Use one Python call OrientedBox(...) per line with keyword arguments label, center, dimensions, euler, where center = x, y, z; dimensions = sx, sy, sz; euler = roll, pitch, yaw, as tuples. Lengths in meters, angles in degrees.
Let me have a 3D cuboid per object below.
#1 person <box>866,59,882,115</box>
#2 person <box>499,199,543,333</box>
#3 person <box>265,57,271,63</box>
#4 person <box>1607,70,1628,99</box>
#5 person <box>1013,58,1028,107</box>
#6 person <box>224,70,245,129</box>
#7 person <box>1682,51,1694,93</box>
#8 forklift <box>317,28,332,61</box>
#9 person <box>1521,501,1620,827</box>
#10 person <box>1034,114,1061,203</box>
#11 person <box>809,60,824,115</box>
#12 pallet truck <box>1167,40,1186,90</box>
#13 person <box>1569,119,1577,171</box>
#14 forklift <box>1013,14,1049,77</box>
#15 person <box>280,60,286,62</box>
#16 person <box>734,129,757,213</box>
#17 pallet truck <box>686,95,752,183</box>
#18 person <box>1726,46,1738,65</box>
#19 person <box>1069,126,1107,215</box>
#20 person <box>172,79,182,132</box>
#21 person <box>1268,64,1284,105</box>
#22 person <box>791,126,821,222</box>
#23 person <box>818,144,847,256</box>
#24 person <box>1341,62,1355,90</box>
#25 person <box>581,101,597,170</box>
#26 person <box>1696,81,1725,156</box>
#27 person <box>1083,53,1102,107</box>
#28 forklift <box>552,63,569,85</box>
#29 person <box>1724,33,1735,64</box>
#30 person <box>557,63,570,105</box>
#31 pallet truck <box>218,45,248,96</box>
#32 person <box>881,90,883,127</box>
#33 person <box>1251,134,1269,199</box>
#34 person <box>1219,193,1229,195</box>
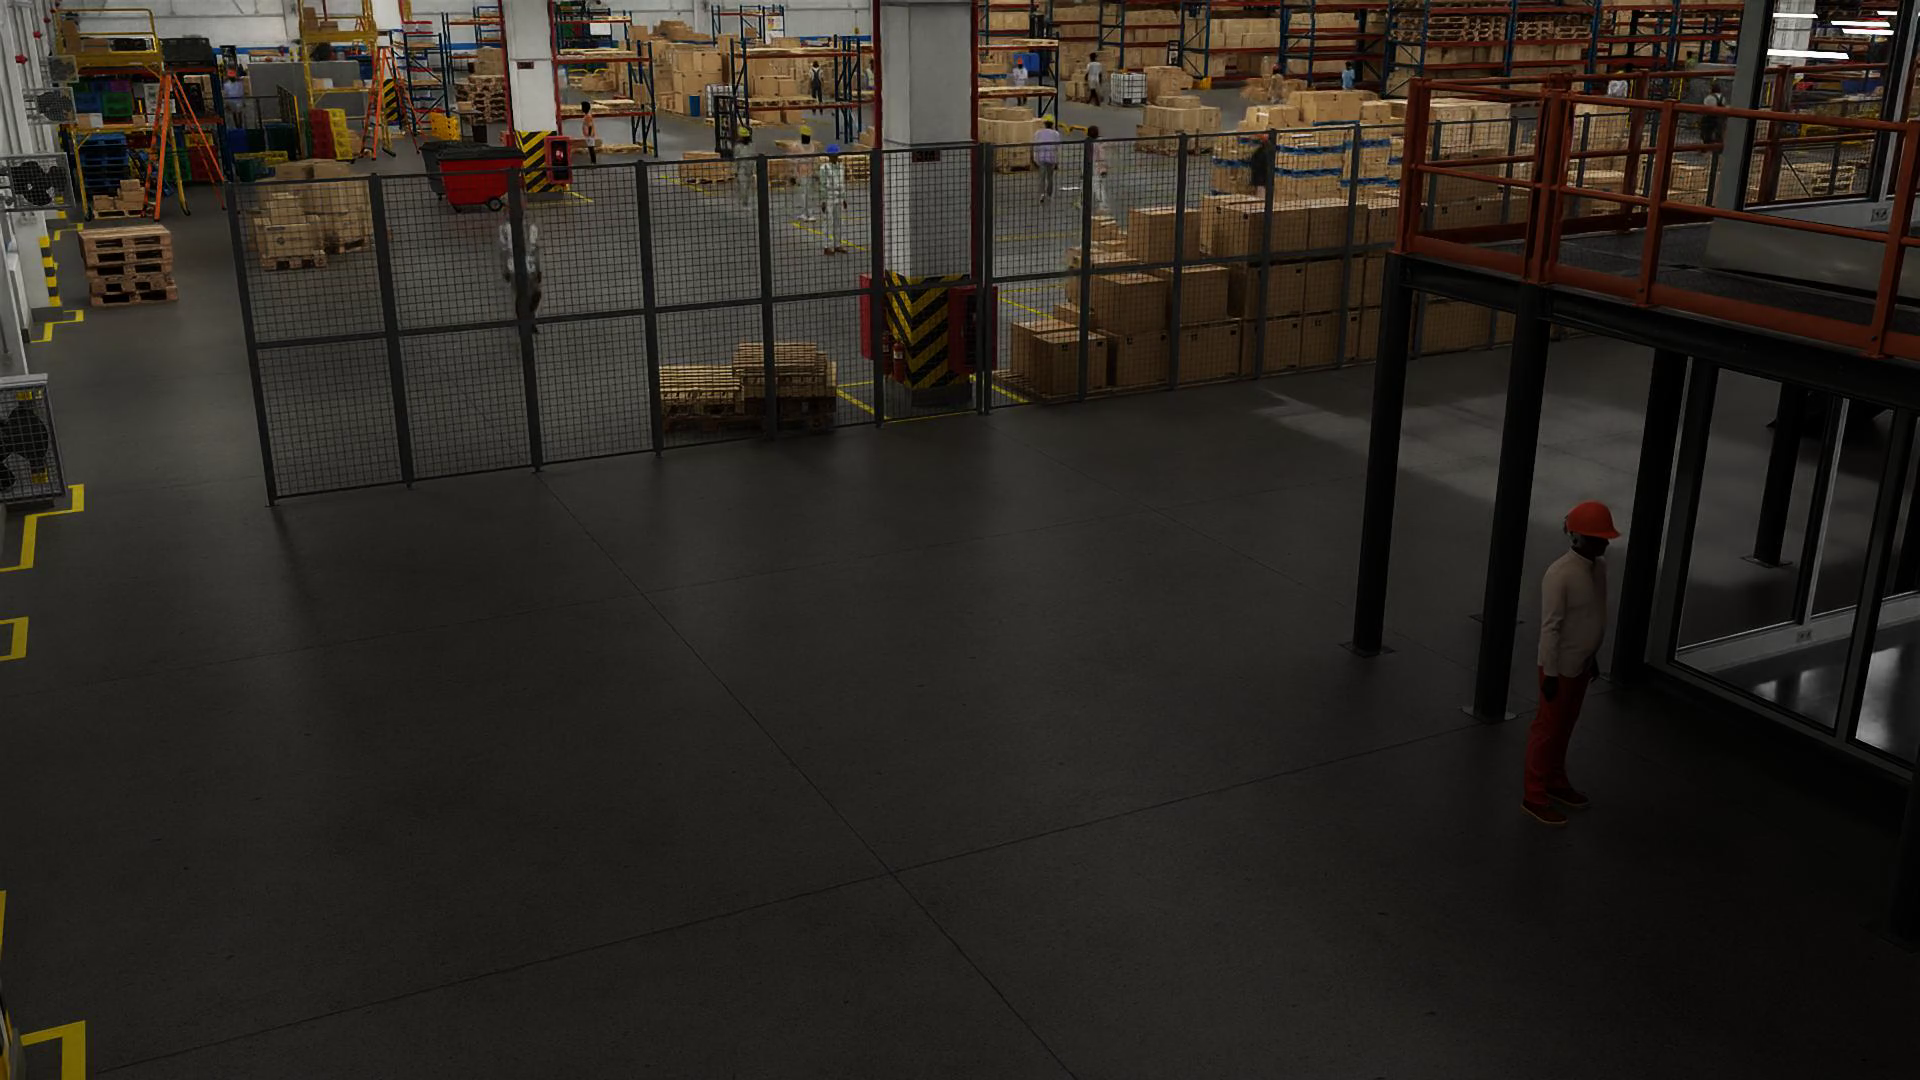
OrientedBox(label="person", center=(-2.961, -15.698, 57.658), dimensions=(0.614, 1.896, 0.466), euler=(-1, 19, -4))
OrientedBox(label="person", center=(-6.067, -3.784, 23.089), dimensions=(0.563, 1.921, 0.401), euler=(3, 19, 7))
OrientedBox(label="person", center=(-24.628, -16.347, 59.592), dimensions=(0.363, 1.873, 0.593), euler=(-11, 22, -29))
OrientedBox(label="person", center=(20.885, -13.982, 52.817), dimensions=(0.592, 1.805, 0.709), euler=(4, 19, 12))
OrientedBox(label="person", center=(2.156, -15.874, 58.159), dimensions=(0.553, 1.899, 0.732), euler=(-5, 20, -14))
OrientedBox(label="person", center=(-22.443, -13.578, 51.508), dimensions=(0.552, 1.911, 0.899), euler=(-7, 20, -20))
OrientedBox(label="person", center=(29.652, -19.102, 67.854), dimensions=(0.593, 1.670, 0.564), euler=(-1, 19, -3))
OrientedBox(label="forklift", center=(-23.030, -17.223, 60.598), dimensions=(1.873, 2.768, 1.129), euler=(-9, 21, -25))
OrientedBox(label="person", center=(3.642, 0.719, 9.923), dimensions=(0.380, 1.995, 0.611), euler=(17, 26, 41))
OrientedBox(label="person", center=(1.904, -8.357, 36.419), dimensions=(0.588, 1.887, 0.967), euler=(1, 19, 3))
OrientedBox(label="person", center=(-4.995, -15.736, 57.852), dimensions=(0.517, 1.841, 0.324), euler=(-3, 19, -9))
OrientedBox(label="pallet truck", center=(9.045, -19.971, 69.895), dimensions=(0.823, 1.965, 1.885), euler=(-3, 19, -8))
OrientedBox(label="person", center=(13.921, -9.107, 38.358), dimensions=(0.417, 2.034, 0.603), euler=(-2, 19, -7))
OrientedBox(label="forklift", center=(3.503, -22.925, 77.124), dimensions=(1.873, 2.768, 1.129), euler=(-9, 21, -25))
OrientedBox(label="person", center=(-22.842, -15.274, 56.395), dimensions=(0.622, 1.931, 0.383), euler=(-6, 20, -17))
OrientedBox(label="person", center=(-4.447, -7.719, 34.815), dimensions=(0.490, 1.698, 0.903), euler=(-11, 22, -28))
OrientedBox(label="pallet truck", center=(-5.836, -9.608, 39.856), dimensions=(0.823, 1.965, 1.885), euler=(10, 22, 27))
OrientedBox(label="person", center=(31.120, -18.886, 66.876), dimensions=(0.863, 1.906, 0.657), euler=(12, 22, 30))
OrientedBox(label="person", center=(2.691, -7.697, 34.618), dimensions=(0.942, 1.791, 0.657), euler=(9, 21, 24))
OrientedBox(label="person", center=(-24.330, -13.459, 51.579), dimensions=(0.516, 1.632, 0.311), euler=(4, 19, 12))
OrientedBox(label="person", center=(10.329, -14.609, 54.495), dimensions=(0.561, 1.908, 0.816), euler=(-17, 25, -41))
OrientedBox(label="person", center=(-3.038, -7.370, 33.520), dimensions=(0.599, 1.888, 0.890), euler=(-15, 24, -36))
OrientedBox(label="person", center=(-2.252, -6.062, 29.650), dimensions=(0.393, 1.946, 0.617), euler=(16, 25, 38))
OrientedBox(label="person", center=(14.134, -16.553, 60.495), dimensions=(0.535, 1.663, 0.820), euler=(10, 22, 27))
OrientedBox(label="person", center=(-9.437, -10.287, 42.271), dimensions=(0.318, 1.698, 0.539), euler=(-6, 20, -16))
OrientedBox(label="person", center=(20.278, -11.353, 44.847), dimensions=(0.685, 2.000, 0.798), euler=(-10, 21, -26))
OrientedBox(label="person", center=(4.890, -16.954, 61.287), dimensions=(0.616, 1.908, 1.033), euler=(-13, 23, -32))
OrientedBox(label="forklift", center=(-17.985, -20.985, 71.501), dimensions=(1.873, 2.768, 1.129), euler=(-15, 24, -37))
OrientedBox(label="person", center=(36.908, -23.333, 79.751), dimensions=(0.577, 1.926, 0.545), euler=(-4, 19, -12))
OrientedBox(label="person", center=(-13.706, -15.525, 57.162), dimensions=(0.624, 1.899, 0.673), euler=(5, 20, 14))
OrientedBox(label="pallet truck", center=(-28.879, -18.665, 66.111), dimensions=(0.823, 1.965, 1.885), euler=(-3, 19, -9))
OrientedBox(label="person", center=(-2.152, -11.387, 45.402), dimensions=(0.500, 1.735, 0.602), euler=(-5, 20, -14))
OrientedBox(label="person", center=(5.695, -6.833, 31.848), dimensions=(0.679, 1.979, 0.625), euler=(13, 23, 33))
OrientedBox(label="person", center=(3.737, -3.981, 23.681), dimensions=(0.446, 1.923, 0.663), euler=(-10, 21, -27))
